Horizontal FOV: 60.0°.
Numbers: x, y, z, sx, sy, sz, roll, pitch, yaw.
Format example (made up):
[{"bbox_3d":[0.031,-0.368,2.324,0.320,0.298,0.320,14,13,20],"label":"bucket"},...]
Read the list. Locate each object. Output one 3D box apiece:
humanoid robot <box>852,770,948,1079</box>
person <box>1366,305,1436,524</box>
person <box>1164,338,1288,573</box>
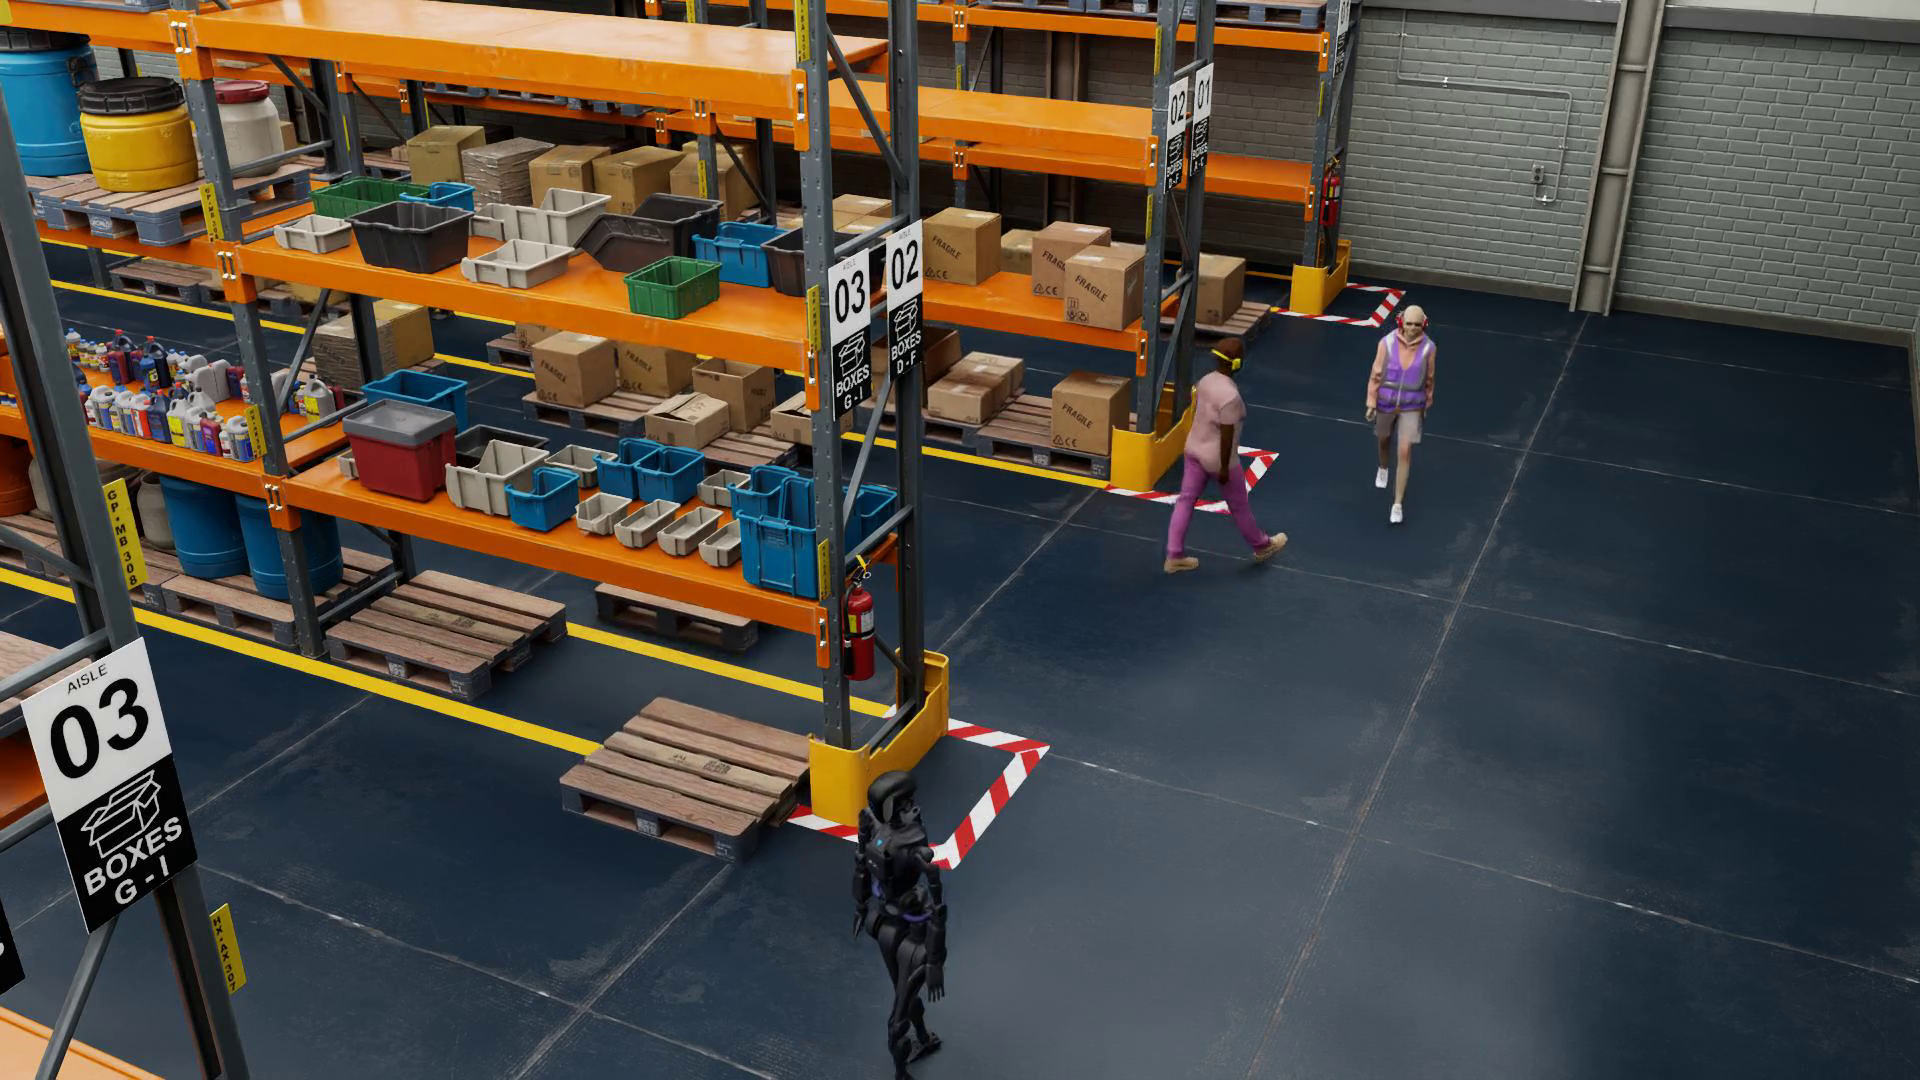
[{"bbox_3d":[-0.278,1.706,7.267,0.556,1.639,0.612,-22,34,-37],"label":"humanoid robot"},{"bbox_3d":[3.399,-1.051,12.871,0.485,1.649,0.872,8,27,16],"label":"person"},{"bbox_3d":[1.920,-0.606,11.854,0.966,1.747,0.498,-12,29,-23],"label":"person"}]
